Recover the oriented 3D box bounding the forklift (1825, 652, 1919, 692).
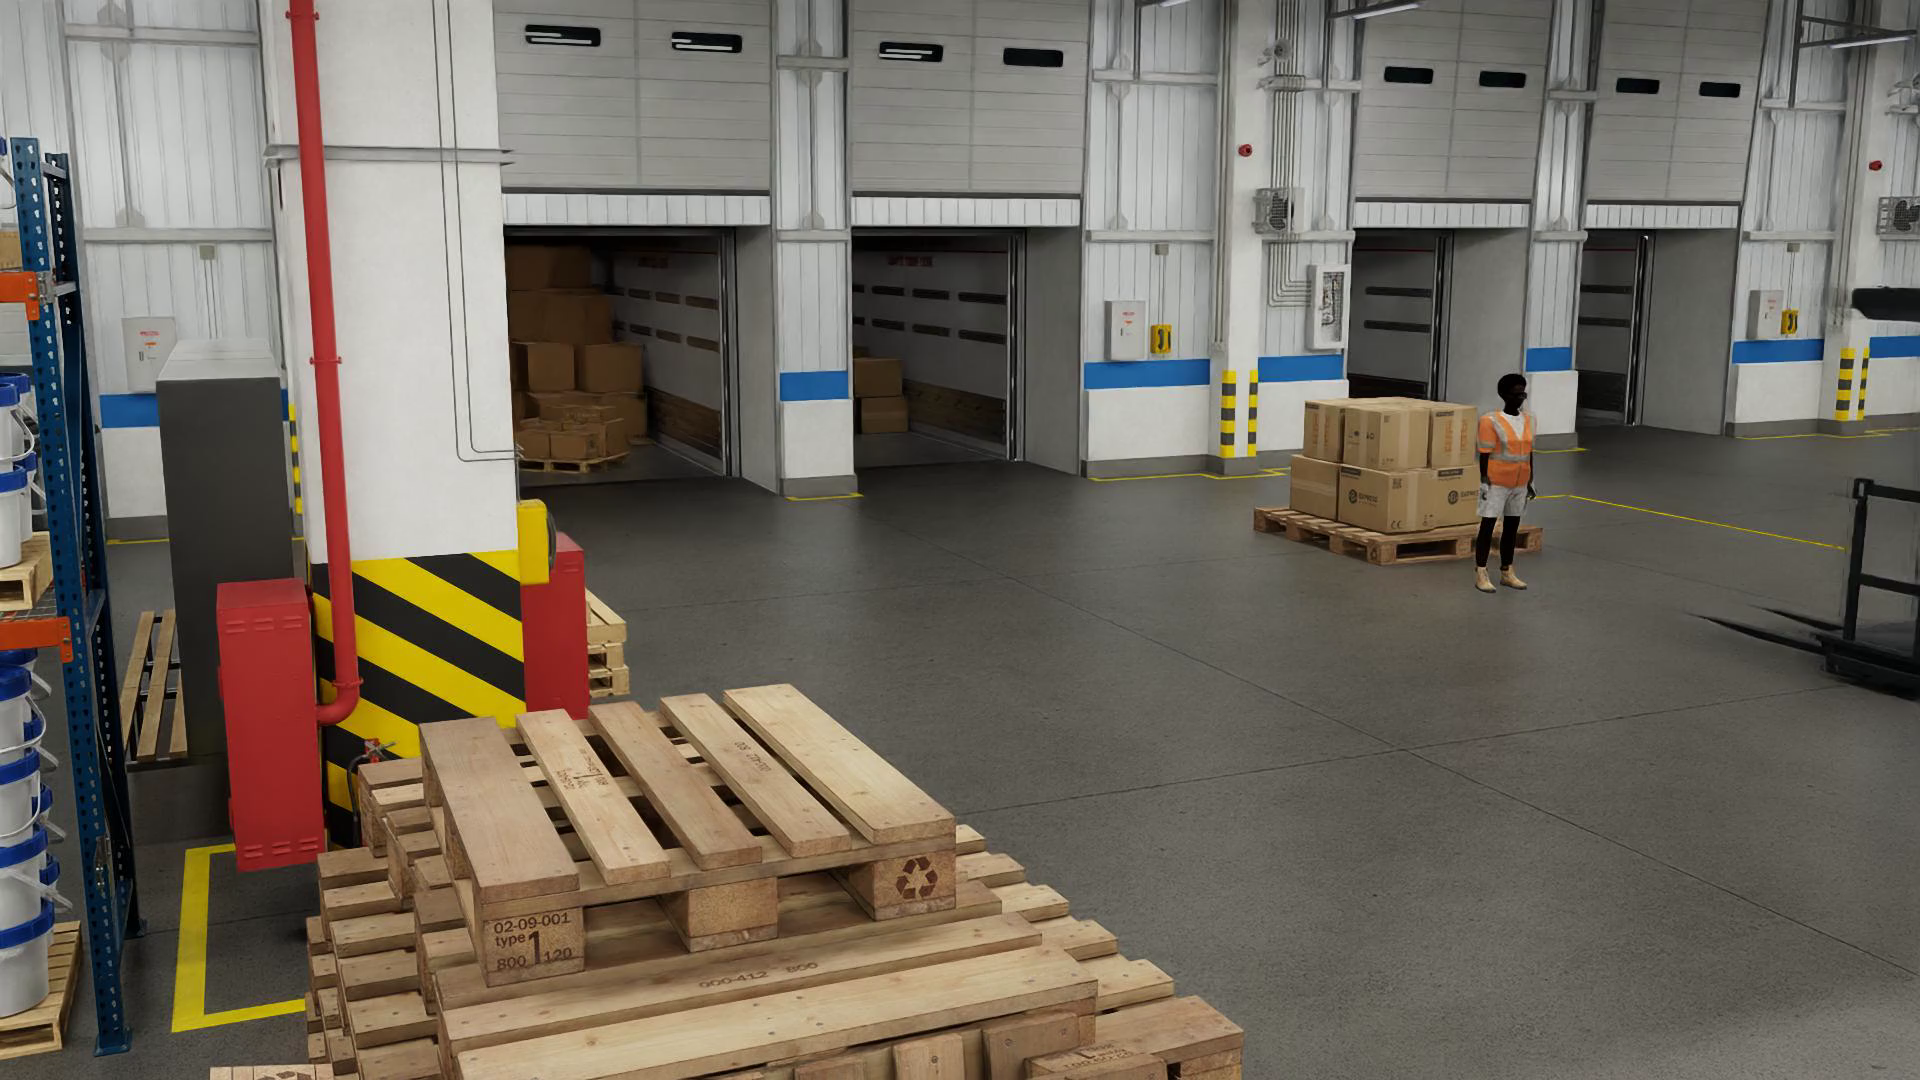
[{"bbox_3d":[6.271,-0.417,9.482,1.129,2.768,1.873,-4,11,-23],"label":"forklift"}]

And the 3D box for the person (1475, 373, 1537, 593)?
[{"bbox_3d":[4.232,-0.442,12.885,0.533,1.697,0.319,-4,11,-20],"label":"person"}]
